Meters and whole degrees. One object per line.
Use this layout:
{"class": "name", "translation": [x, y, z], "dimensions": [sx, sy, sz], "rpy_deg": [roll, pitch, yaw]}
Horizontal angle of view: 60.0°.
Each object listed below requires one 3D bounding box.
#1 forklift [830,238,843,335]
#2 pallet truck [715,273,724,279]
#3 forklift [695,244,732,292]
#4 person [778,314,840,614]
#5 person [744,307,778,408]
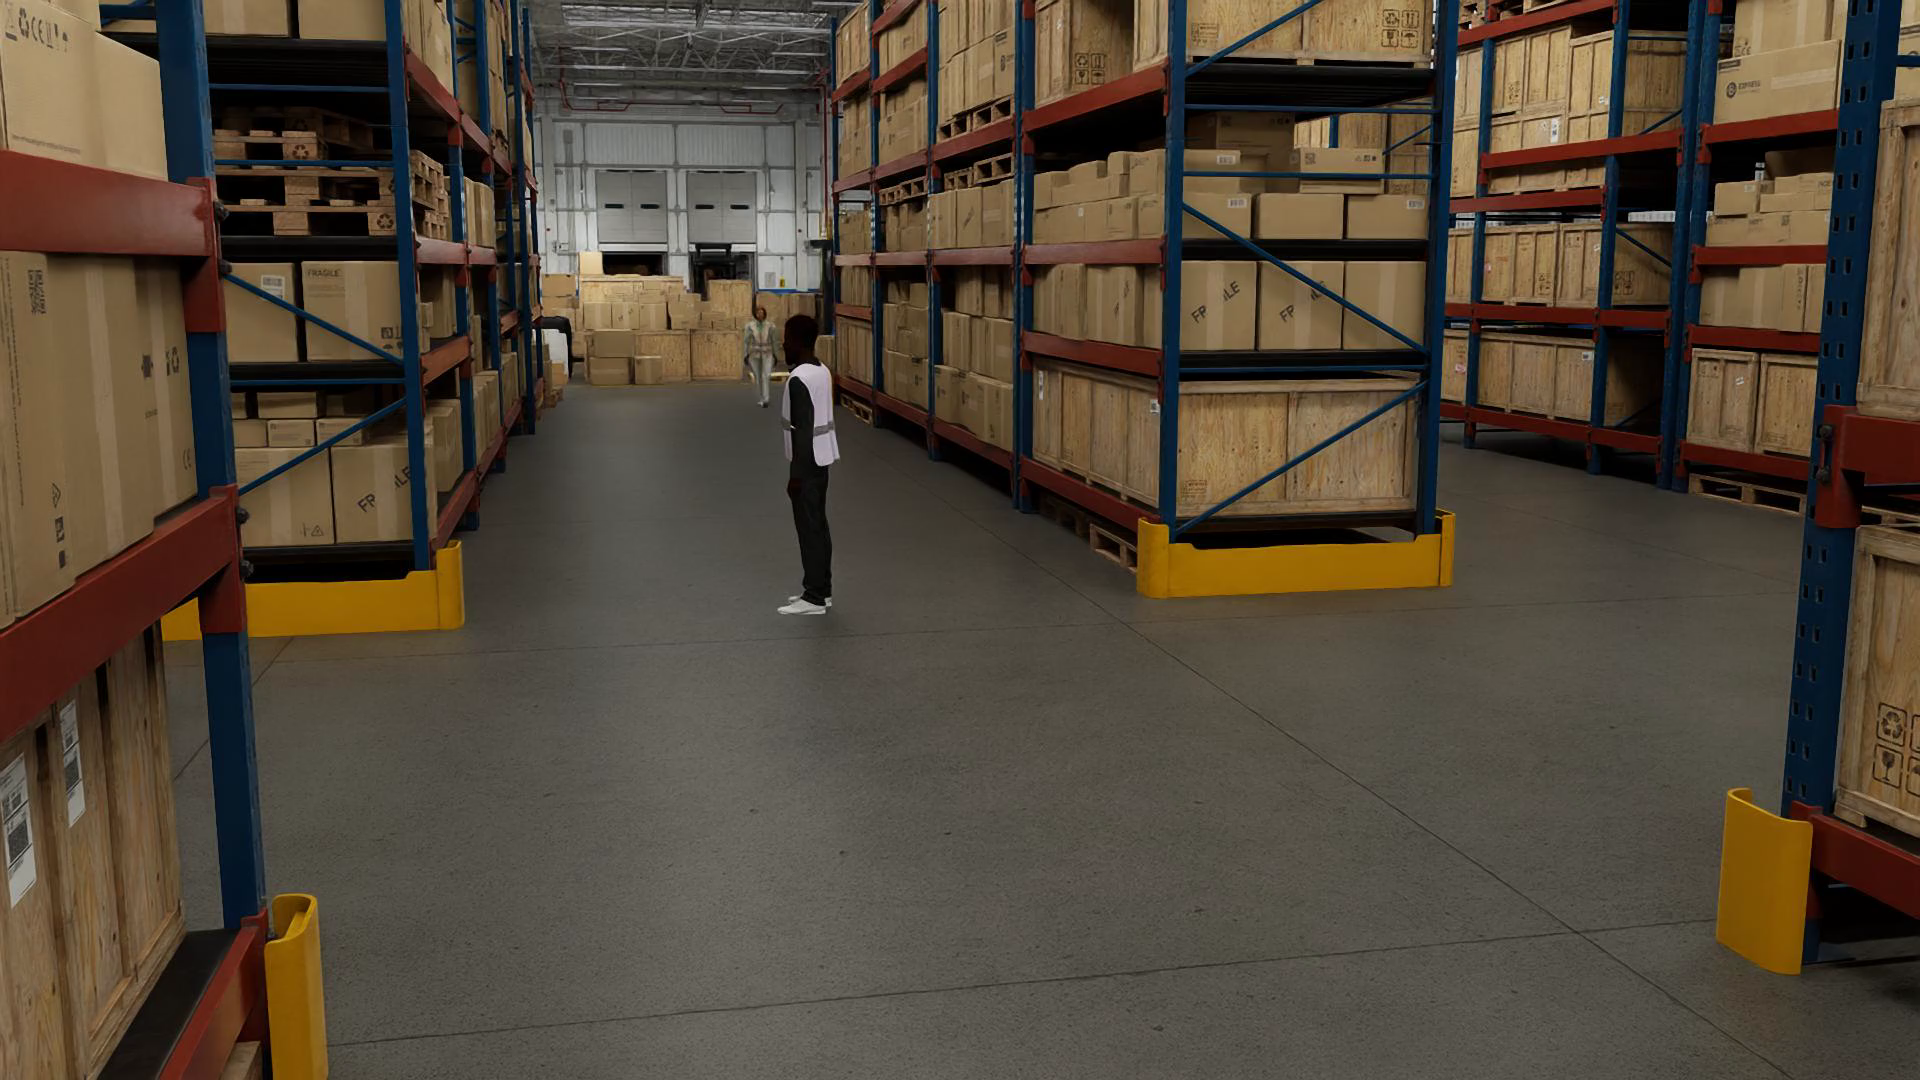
{"class": "forklift", "translation": [-2.263, -5.015, 35.392], "dimensions": [1.129, 2.768, 1.873], "rpy_deg": [-5, 11, -28]}
{"class": "pallet truck", "translation": [-8.580, -8.986, 62.280], "dimensions": [1.885, 1.965, 0.823], "rpy_deg": [1, 9, 5]}
{"class": "forklift", "translation": [-6.403, -6.321, 43.352], "dimensions": [1.129, 2.768, 1.873], "rpy_deg": [-2, 10, -12]}
{"class": "person", "translation": [-0.972, -0.480, 10.674], "dimensions": [0.378, 1.917, 0.597], "rpy_deg": [1, 9, 7]}
{"class": "person", "translation": [-3.169, -2.907, 26.449], "dimensions": [0.533, 1.592, 0.855], "rpy_deg": [-1, 9, -4]}
